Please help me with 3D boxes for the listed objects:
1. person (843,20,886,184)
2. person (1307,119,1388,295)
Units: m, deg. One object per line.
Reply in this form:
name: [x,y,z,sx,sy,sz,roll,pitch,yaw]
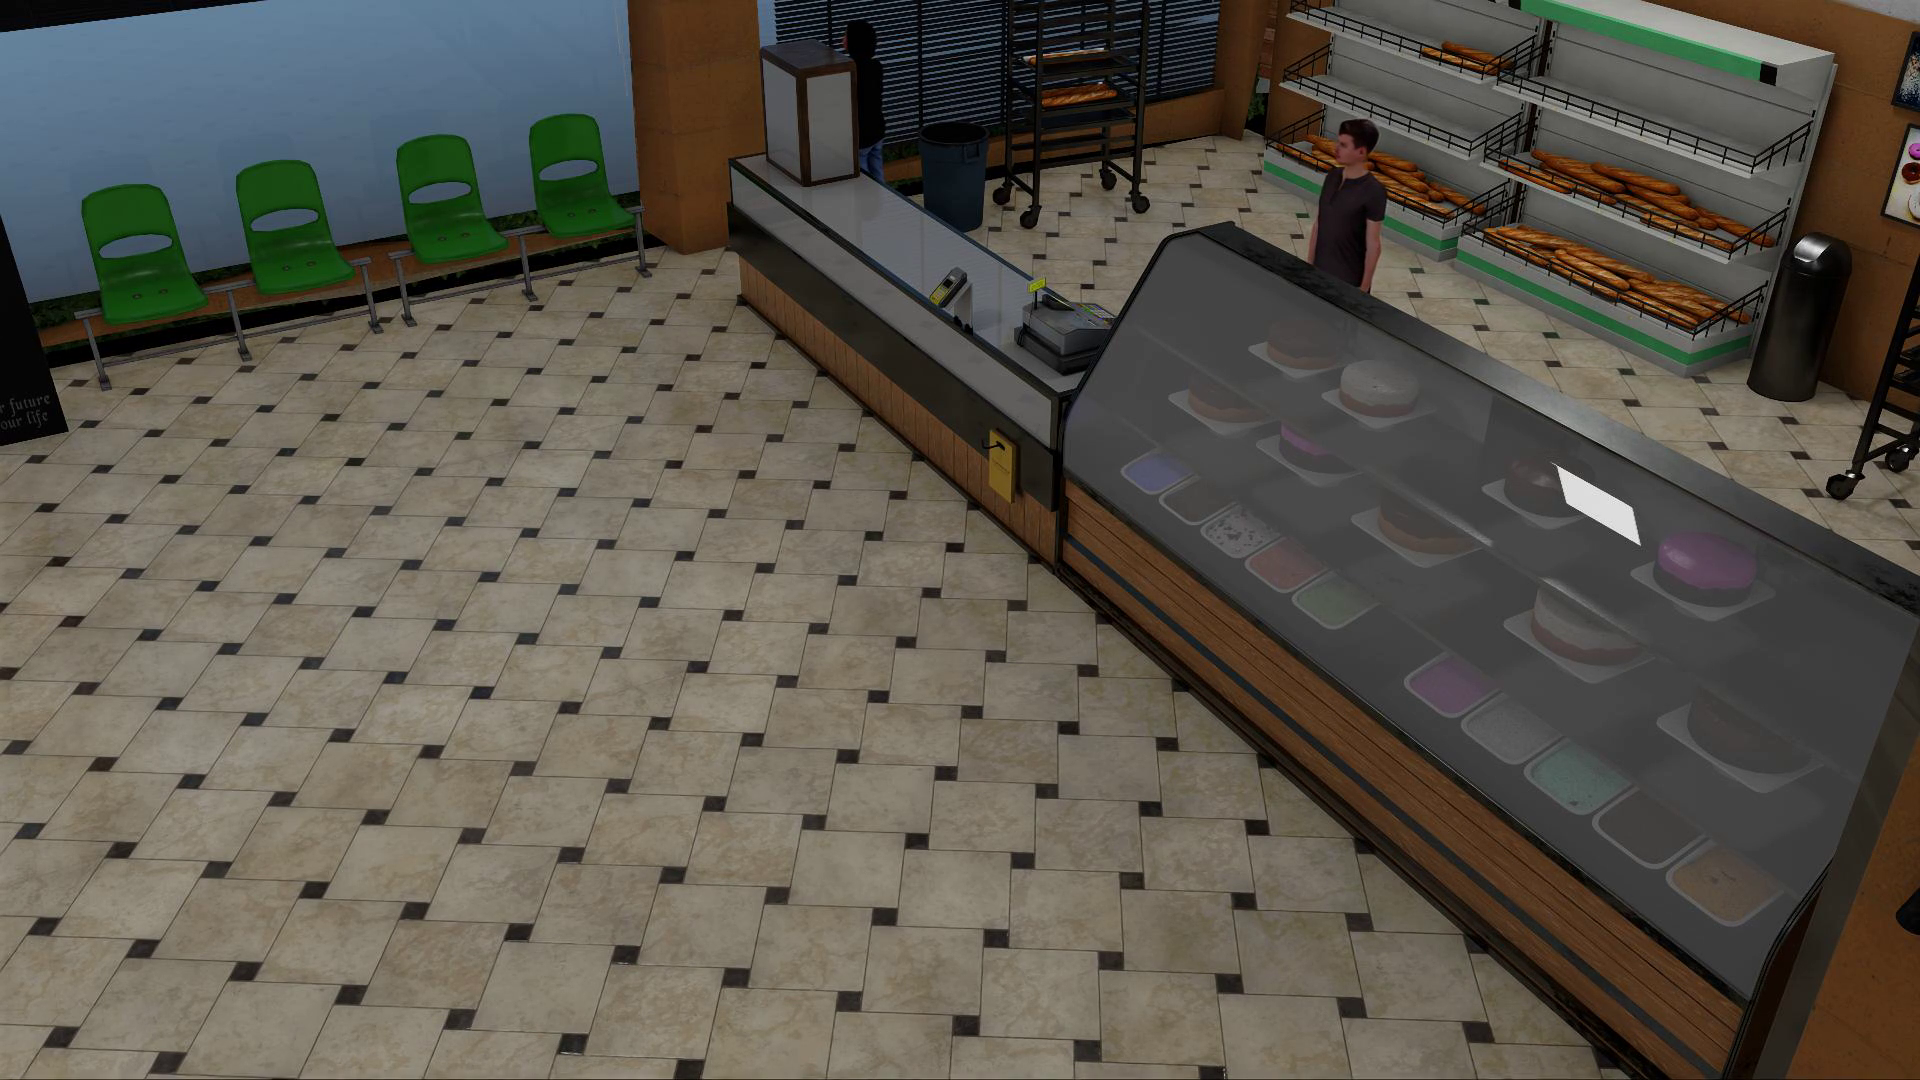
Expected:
person: [-0.672,-2.757,11.566,0.719,1.701,0.618,18,36,26]
person: [2.137,-1.458,9.333,0.516,1.855,0.646,-17,36,-26]
